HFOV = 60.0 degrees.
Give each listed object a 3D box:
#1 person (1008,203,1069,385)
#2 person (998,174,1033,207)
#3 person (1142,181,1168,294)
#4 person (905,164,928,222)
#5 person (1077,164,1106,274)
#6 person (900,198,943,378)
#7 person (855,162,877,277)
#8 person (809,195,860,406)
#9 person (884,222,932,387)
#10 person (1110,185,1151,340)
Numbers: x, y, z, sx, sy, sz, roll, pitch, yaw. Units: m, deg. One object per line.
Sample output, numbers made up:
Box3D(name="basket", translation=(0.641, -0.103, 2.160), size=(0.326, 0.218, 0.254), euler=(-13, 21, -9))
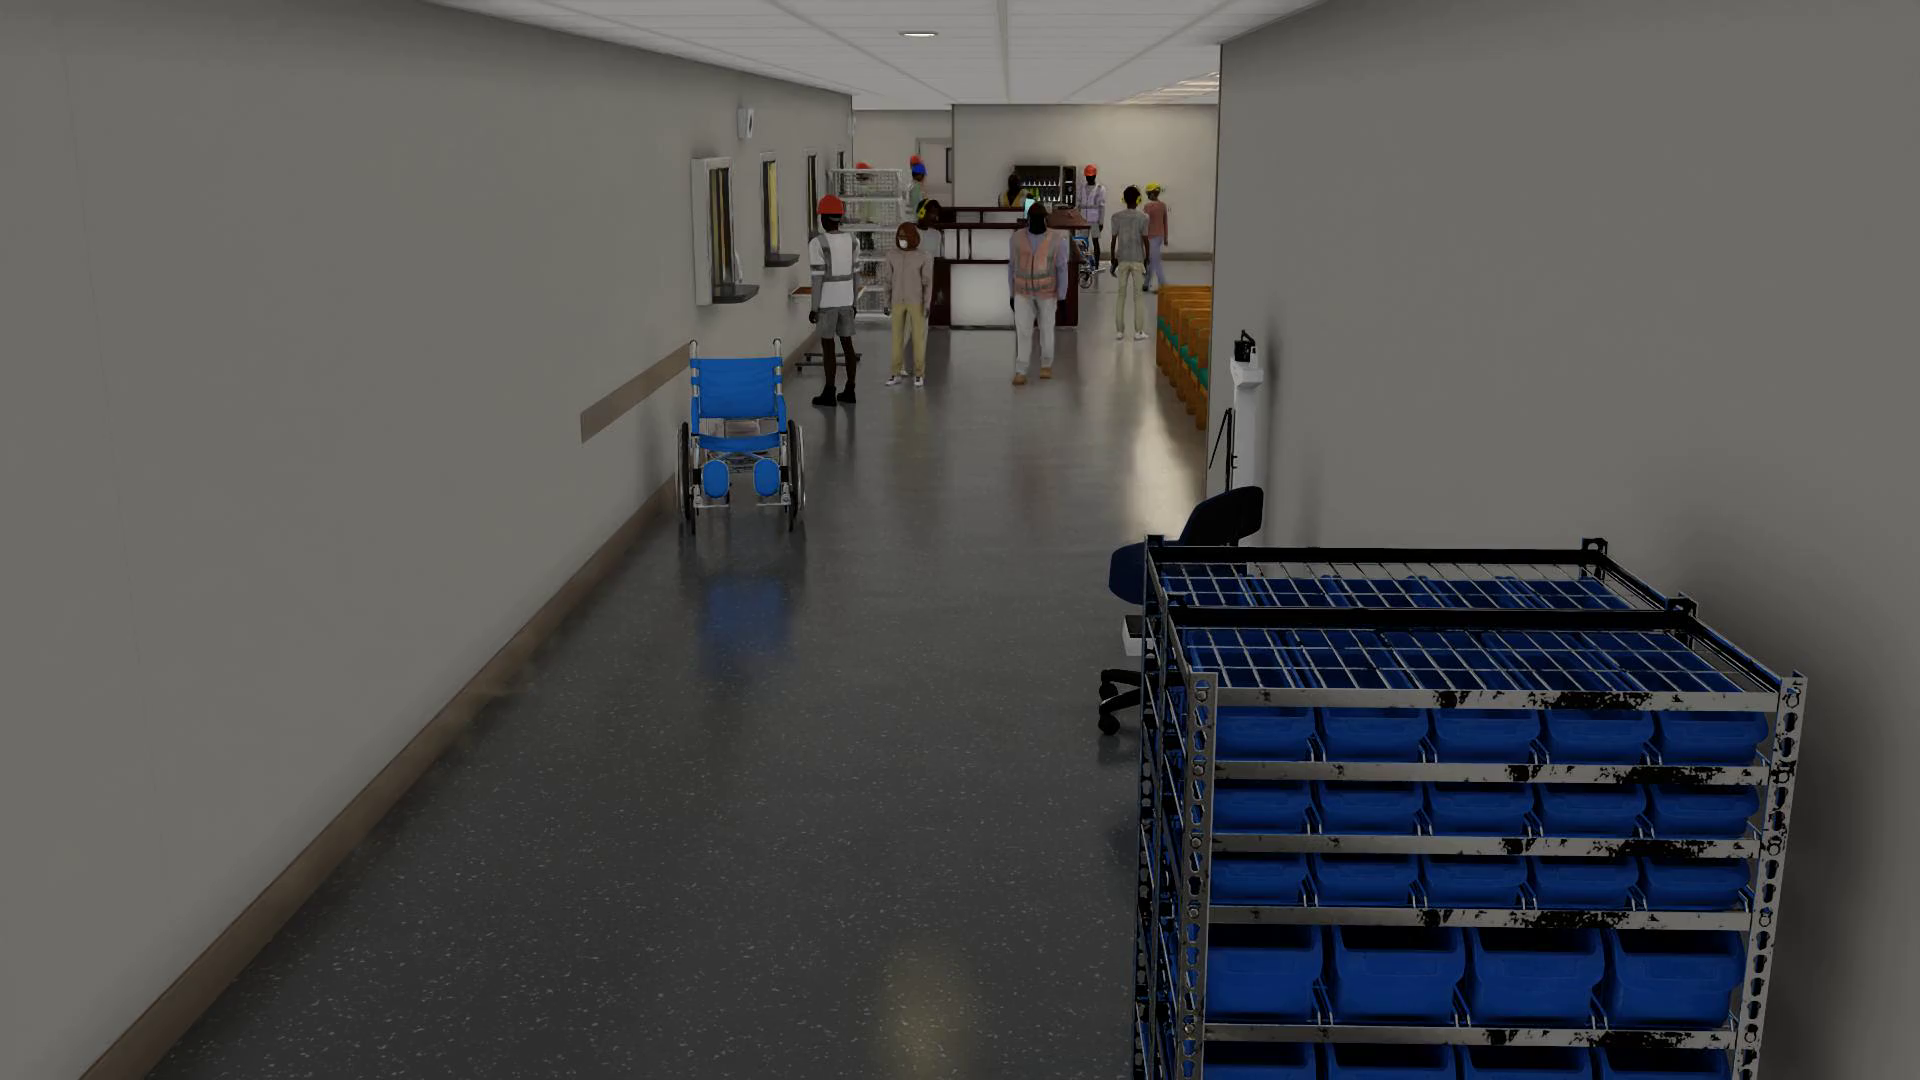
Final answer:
Box3D(name="person", translation=(0.783, -2.499, 16.871), size=(0.632, 1.826, 0.687), euler=(3, 14, 12))
Box3D(name="person", translation=(0.874, -5.071, 27.255), size=(0.632, 1.825, 0.471), euler=(6, 15, 22))
Box3D(name="person", translation=(2.960, -4.730, 26.067), size=(0.781, 1.733, 0.526), euler=(11, 18, 38))
Box3D(name="person", translation=(-0.770, -5.694, 29.544), size=(0.401, 1.939, 0.602), euler=(-3, 14, -12))
Box3D(name="person", translation=(2.315, -5.704, 29.614), size=(0.545, 1.929, 0.390), euler=(9, 16, 31))
Box3D(name="person", translation=(-0.441, -2.579, 17.145), size=(0.608, 1.830, 0.425), euler=(-8, 16, -28))
Box3D(name="person", translation=(-1.664, -5.558, 28.911), size=(0.509, 1.975, 0.639), euler=(0, 14, -2))
Box3D(name="person", translation=(-1.179, -2.210, 15.411), size=(0.543, 1.938, 0.356), euler=(-12, 18, -40))
Box3D(name="person", translation=(-0.524, -2.345, 16.583), size=(0.498, 1.633, 0.278), euler=(4, 14, 14))
Box3D(name="person", translation=(2.077, -3.372, 20.265), size=(0.517, 1.873, 0.328), euler=(5, 15, 19))
